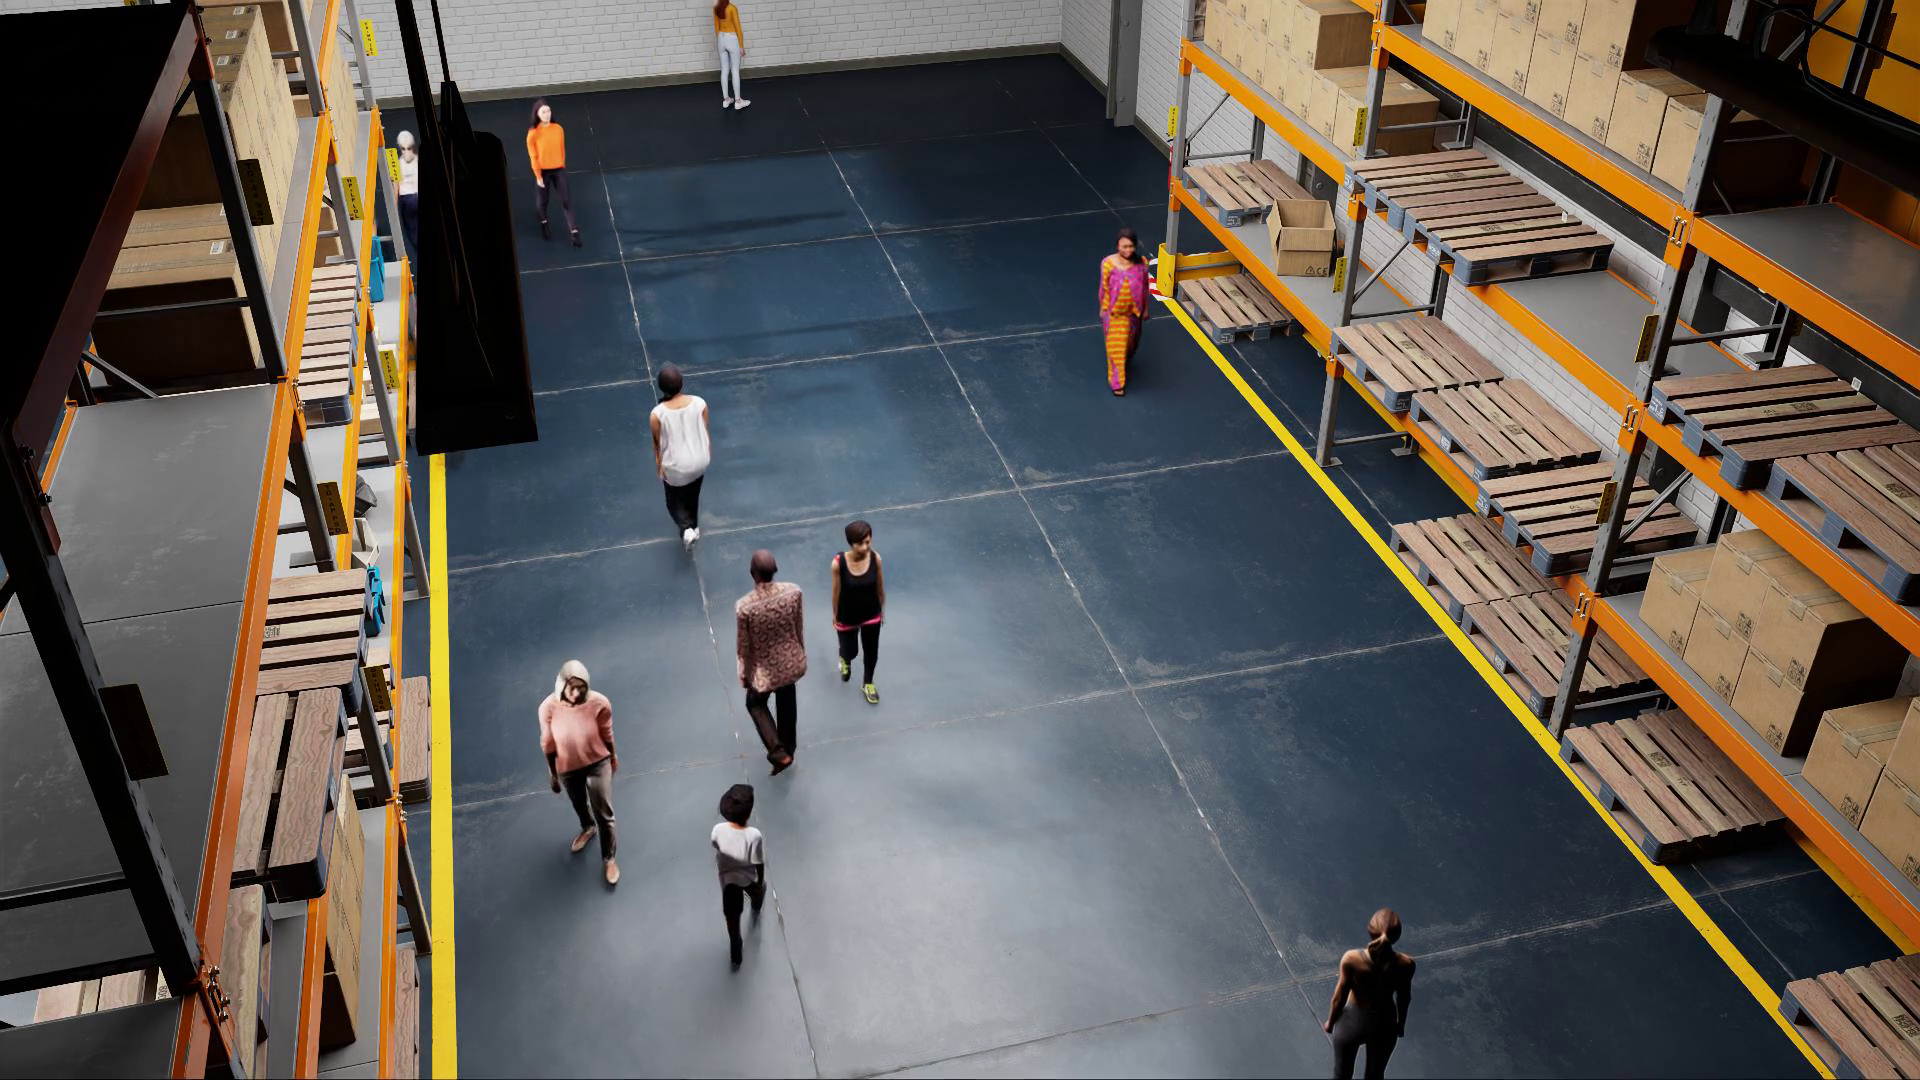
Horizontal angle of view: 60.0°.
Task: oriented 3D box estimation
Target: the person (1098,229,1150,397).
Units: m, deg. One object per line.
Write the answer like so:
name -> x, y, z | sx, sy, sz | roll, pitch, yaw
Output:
person -> 1.625, -2.331, 16.444 | 0.697, 1.669, 1.041 | -6, 34, -8

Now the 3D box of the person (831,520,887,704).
person -> -0.772, 0.493, 12.313 | 0.567, 1.539, 0.678 | -11, 35, -16

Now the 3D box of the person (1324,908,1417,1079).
person -> 2.186, 2.622, 8.962 | 0.646, 1.703, 0.641 | 4, 34, 5

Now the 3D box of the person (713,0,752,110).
person -> -3.238, -6.929, 23.289 | 0.706, 1.750, 0.762 | 17, 37, 23

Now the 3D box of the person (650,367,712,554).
person -> -2.312, -0.643, 13.903 | 0.767, 1.670, 0.943 | -16, 37, -23

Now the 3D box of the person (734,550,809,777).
person -> -1.251, 0.902, 11.475 | 0.817, 1.786, 0.910 | -18, 38, -25

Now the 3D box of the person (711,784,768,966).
person -> -1.367, 2.083, 10.211 | 0.672, 1.217, 0.931 | 1, 34, 2

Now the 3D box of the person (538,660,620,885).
person -> -2.461, 1.412, 10.785 | 0.676, 1.701, 0.837 | -1, 34, -1

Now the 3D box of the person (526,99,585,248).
person -> -4.815, -4.255, 19.308 | 0.875, 1.704, 1.182 | -21, 39, -28
